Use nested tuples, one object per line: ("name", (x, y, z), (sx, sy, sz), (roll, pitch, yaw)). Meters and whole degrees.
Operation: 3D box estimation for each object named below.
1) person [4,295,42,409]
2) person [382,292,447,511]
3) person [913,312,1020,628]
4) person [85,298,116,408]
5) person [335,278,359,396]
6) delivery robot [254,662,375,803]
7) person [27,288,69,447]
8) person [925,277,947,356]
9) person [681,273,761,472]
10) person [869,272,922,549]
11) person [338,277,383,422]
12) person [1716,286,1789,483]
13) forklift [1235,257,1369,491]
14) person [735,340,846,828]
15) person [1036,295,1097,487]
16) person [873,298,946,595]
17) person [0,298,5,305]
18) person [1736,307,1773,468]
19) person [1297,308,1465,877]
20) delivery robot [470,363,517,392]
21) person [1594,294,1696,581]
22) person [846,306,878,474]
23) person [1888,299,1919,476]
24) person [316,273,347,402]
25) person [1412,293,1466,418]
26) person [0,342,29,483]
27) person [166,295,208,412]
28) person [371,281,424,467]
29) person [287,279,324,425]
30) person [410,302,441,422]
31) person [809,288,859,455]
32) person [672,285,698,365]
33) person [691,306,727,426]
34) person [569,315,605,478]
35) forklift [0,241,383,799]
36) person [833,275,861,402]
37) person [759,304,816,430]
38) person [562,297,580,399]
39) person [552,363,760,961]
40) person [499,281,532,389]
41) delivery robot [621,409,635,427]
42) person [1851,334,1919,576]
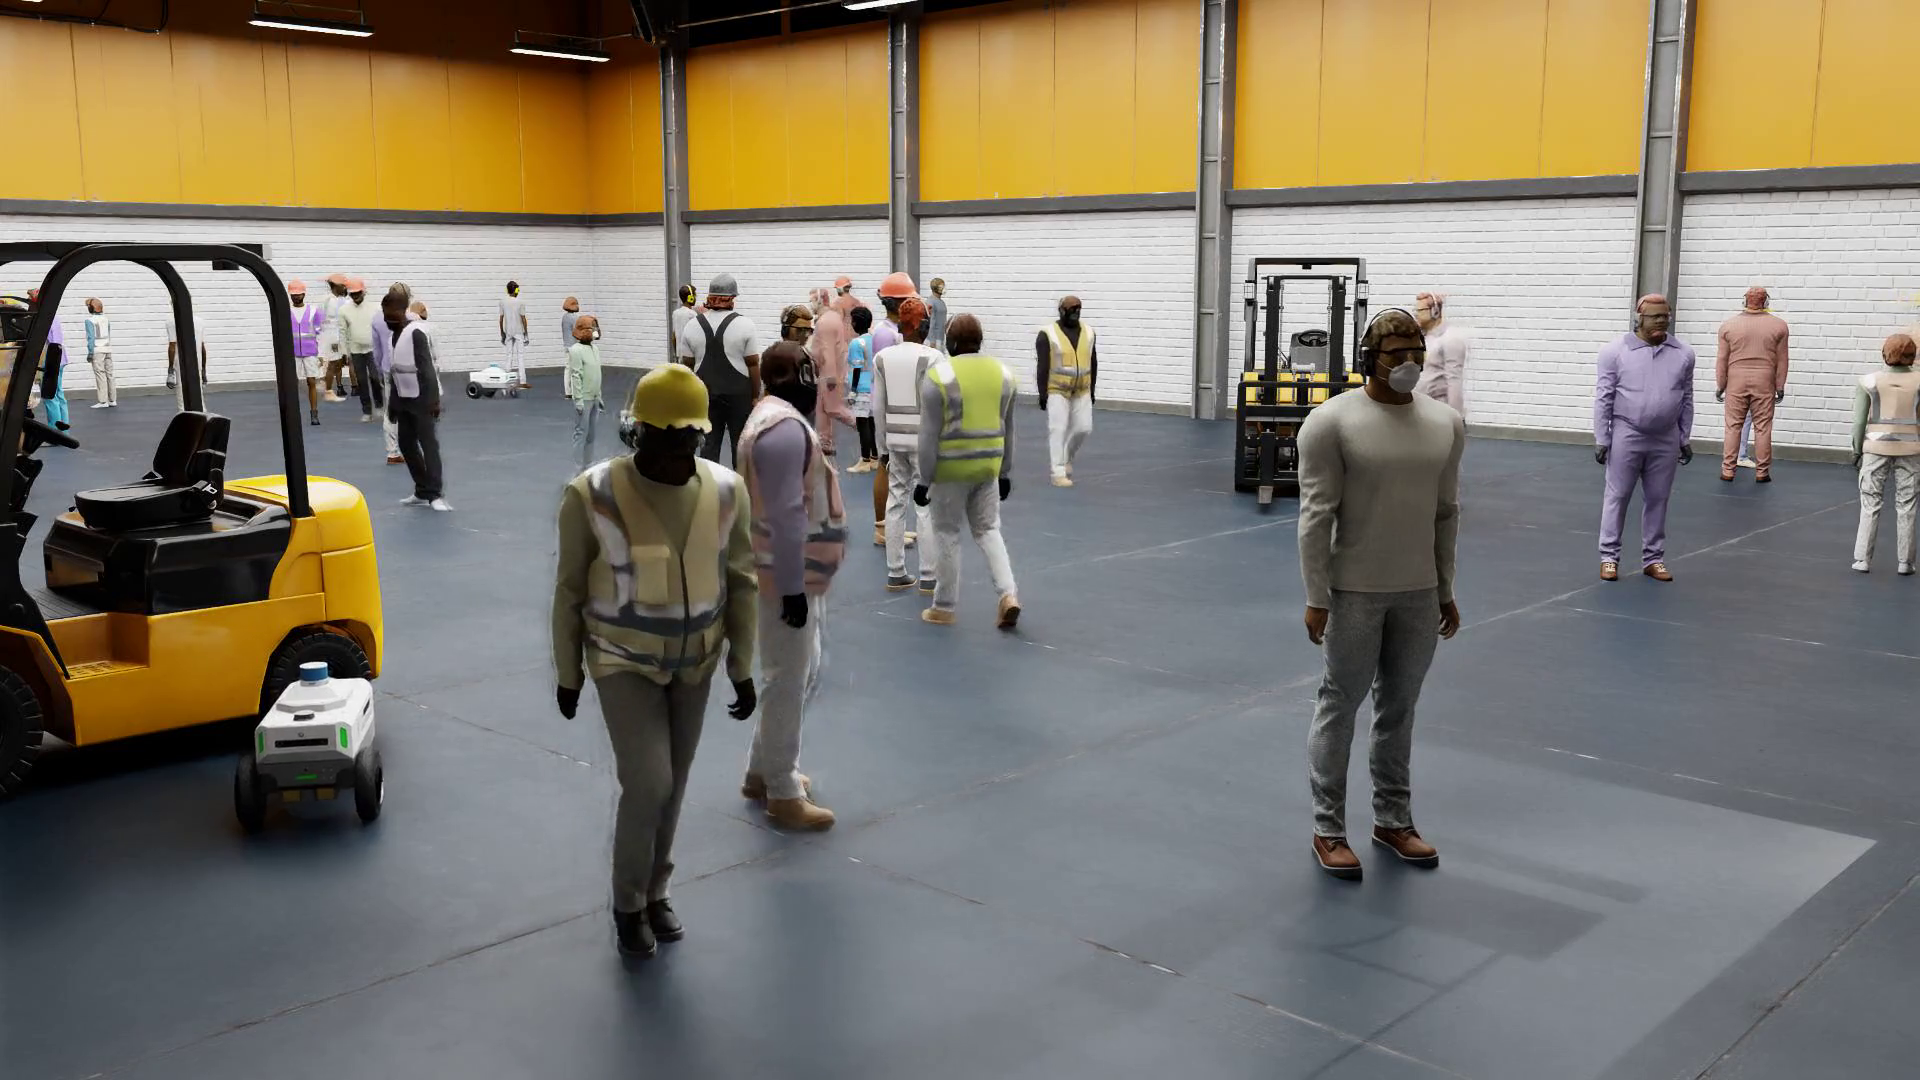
("person", (-13.709, -2.710, 24.194), (0.496, 1.689, 0.951), (2, 9, 9))
("person", (-4.653, -1.187, 14.337), (0.376, 1.874, 0.753), (-9, 13, -43))
("person", (0.044, -0.383, 9.560), (0.644, 1.851, 0.556), (-6, 11, -32))
("person", (-12.813, -2.778, 24.765), (0.315, 1.641, 0.514), (1, 9, 5))
("person", (-10.026, -3.310, 27.118), (0.542, 1.939, 0.364), (1, 9, 8))
("delivery robot", (-2.472, 0.713, 6.397), (0.477, 0.478, 0.707), (-2, 9, -12))
("person", (-10.607, -1.999, 19.359), (0.393, 1.847, 0.563), (-1, 9, -7))
("person", (-0.356, -3.072, 25.663), (0.373, 1.940, 0.627), (2, 10, 15))
("person", (-1.985, -1.247, 14.155), (0.681, 2.000, 0.538), (2, 9, 12))
("person", (-0.474, -0.966, 12.426), (0.397, 2.043, 0.609), (1, 9, 8))
("person", (-8.024, -2.554, 22.389), (0.644, 1.964, 0.512), (-1, 9, -6))
("person", (7.679, -1.506, 16.156), (0.640, 1.909, 0.409), (4, 10, 24))
("forklift", (3.309, -1.629, 16.029), (1.214, 2.155, 2.313), (2, 9, 11))
("person", (-0.642, 0.171, 6.216), (0.433, 1.810, 0.671), (-1, 9, -5))
("person", (1.012, -1.425, 15.904), (0.631, 1.832, 0.513), (-4, 10, -21))
("person", (-0.287, -0.592, 10.618), (0.573, 1.887, 0.356), (6, 11, 34))
("person", (-12.420, -2.278, 21.531), (0.319, 1.697, 0.532), (0, 9, 3))
("person", (8.285, -1.641, 17.403), (0.301, 1.772, 0.531), (2, 10, 14))
("person", (1.450, 0.180, 5.723), (0.631, 1.940, 0.372), (-3, 10, -20))
("delivery robot", (-7.458, -2.580, 26.588), (0.707, 0.478, 0.477), (2, 10, 15))
("person", (4.545, -0.671, 11.038), (0.655, 1.905, 0.407), (0, 9, 2))
("person", (-0.974, -1.515, 16.854), (0.318, 1.696, 0.533), (4, 10, 21))
("person", (9.243, -1.486, 16.044), (0.667, 1.902, 0.617), (5, 11, 29))
("person", (-9.701, -3.128, 25.782), (0.521, 2.009, 0.661), (-3, 10, -20))
("person", (3.672, -1.042, 13.415), (0.860, 1.873, 0.675), (-3, 10, -15))
("person", (-8.697, -1.315, 15.060), (0.544, 1.896, 0.946), (-3, 10, -19))
("person", (-8.636, -1.872, 18.583), (0.333, 1.856, 0.520), (4, 10, 23))
("person", (-5.858, -1.733, 17.451), (0.635, 1.937, 0.352), (4, 10, 23))
("person", (-8.709, -2.471, 21.986), (0.551, 1.933, 0.376), (-3, 10, -18))
("person", (-7.289, -2.393, 22.453), (0.516, 1.629, 0.269), (0, 9, 0))
("person", (-1.328, -1.849, 18.371), (0.731, 1.873, 0.671), (0, 9, -2))
("person", (-3.479, -2.337, 21.366), (0.524, 1.871, 0.325), (8, 12, 42))
("person", (-3.313, -2.223, 21.550), (0.858, 1.607, 0.513), (4, 10, 23))
("person", (-3.541, -1.322, 15.859), (0.279, 1.634, 0.498), (2, 9, 12))
("forklift", (-3.706, -0.171, 7.093), (1.214, 2.155, 2.313), (9, 13, 43))
("person", (-1.753, -3.107, 25.784), (0.520, 1.968, 0.683), (6, 11, 32))
("person", (-1.114, -0.643, 11.070), (0.343, 1.840, 0.506), (6, 11, 32))
("person", (-6.130, -3.034, 26.361), (0.285, 1.633, 0.500), (-8, 12, -40))
("person", (-0.906, 0.368, 5.011), (0.584, 1.796, 0.566), (-7, 12, -36))
("person", (-7.694, -3.534, 28.739), (0.518, 1.861, 0.329), (2, 9, 11))
("delivery robot", (-3.597, -1.418, 19.461), (0.707, 0.478, 0.477), (-3, 10, -17))
("person", (6.313, -0.573, 11.261), (0.512, 1.637, 0.307), (4, 10, 25))
